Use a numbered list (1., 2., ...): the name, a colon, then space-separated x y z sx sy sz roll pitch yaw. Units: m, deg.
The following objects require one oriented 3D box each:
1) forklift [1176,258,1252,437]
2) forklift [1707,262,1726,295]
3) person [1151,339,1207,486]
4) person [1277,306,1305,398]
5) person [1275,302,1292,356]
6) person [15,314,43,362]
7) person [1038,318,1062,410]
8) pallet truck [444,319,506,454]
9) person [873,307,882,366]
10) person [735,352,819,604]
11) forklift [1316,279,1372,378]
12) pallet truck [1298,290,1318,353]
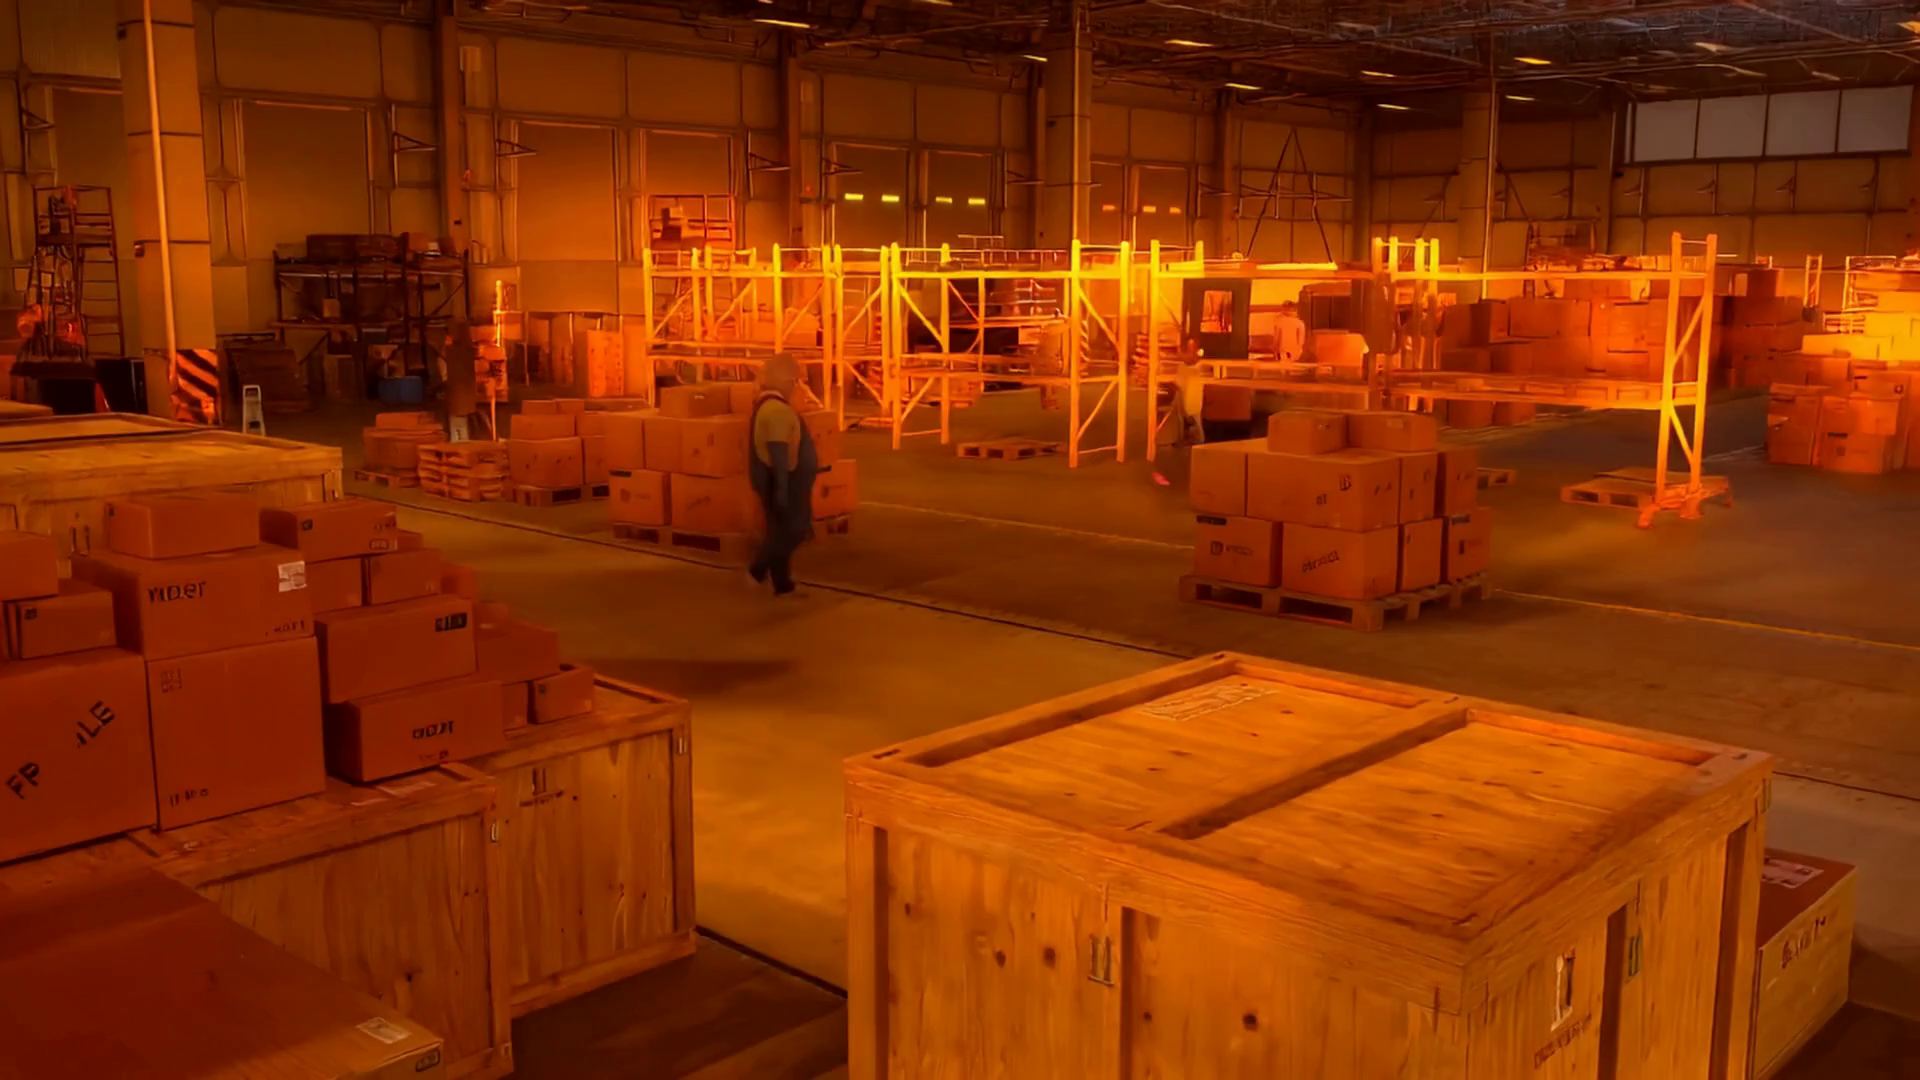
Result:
1. forklift: 4.088 -3.101 26.559 1.129 2.768 1.873 1 9 5
2. forklift: 20.227 -6.065 44.733 1.873 2.768 1.129 7 12 37
3. person: 2.713 -1.523 20.124 0.936 1.833 0.515 9 13 43
4. person: 6.883 -3.901 34.486 0.630 1.892 0.958 5 11 29
5. person: 10.032 -6.464 50.938 0.568 1.646 0.602 -6 11 -33
6. person: -14.786 -2.619 26.484 0.357 1.937 0.551 -6 11 -33
7. person: 1.719 -3.330 31.481 0.484 1.735 0.335 -5 10 -27
8. pallet truck: -6.981 -1.942 22.150 1.885 1.965 0.823 1 9 9
9. person: -2.164 -5.388 44.409 0.319 1.631 0.526 -1 9 -7
10. person: -1.417 -0.477 13.039 0.627 2.000 0.688 -3 10 -17
11. forklift: 9.657 -5.290 39.979 1.873 2.768 1.129 -1 9 -7
12. pallet truck: 11.297 -6.951 52.861 1.885 1.965 0.823 -5 11 -29
